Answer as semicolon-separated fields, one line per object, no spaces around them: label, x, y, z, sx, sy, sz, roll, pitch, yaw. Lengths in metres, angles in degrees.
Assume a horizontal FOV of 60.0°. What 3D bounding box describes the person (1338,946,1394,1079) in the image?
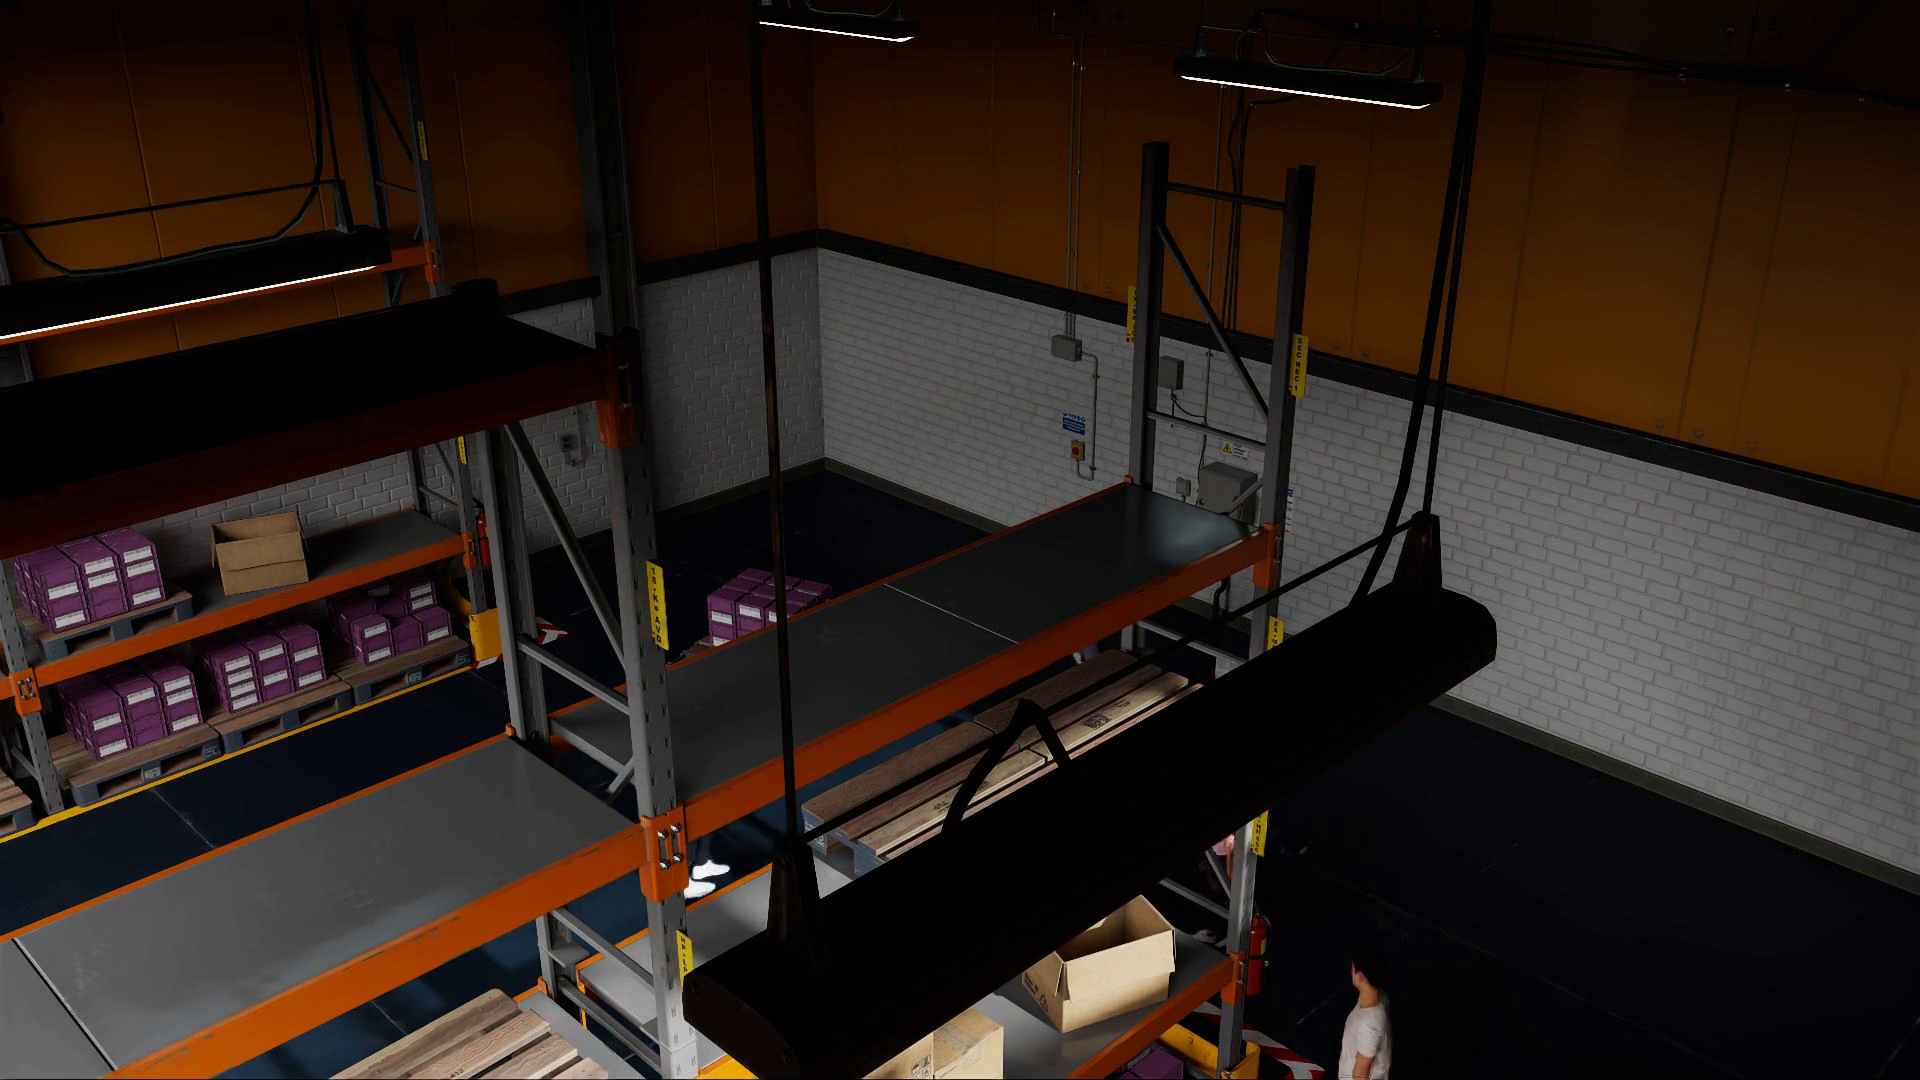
person;2.382;3.139;9.647;0.814;1.697;0.700;3;24;8
